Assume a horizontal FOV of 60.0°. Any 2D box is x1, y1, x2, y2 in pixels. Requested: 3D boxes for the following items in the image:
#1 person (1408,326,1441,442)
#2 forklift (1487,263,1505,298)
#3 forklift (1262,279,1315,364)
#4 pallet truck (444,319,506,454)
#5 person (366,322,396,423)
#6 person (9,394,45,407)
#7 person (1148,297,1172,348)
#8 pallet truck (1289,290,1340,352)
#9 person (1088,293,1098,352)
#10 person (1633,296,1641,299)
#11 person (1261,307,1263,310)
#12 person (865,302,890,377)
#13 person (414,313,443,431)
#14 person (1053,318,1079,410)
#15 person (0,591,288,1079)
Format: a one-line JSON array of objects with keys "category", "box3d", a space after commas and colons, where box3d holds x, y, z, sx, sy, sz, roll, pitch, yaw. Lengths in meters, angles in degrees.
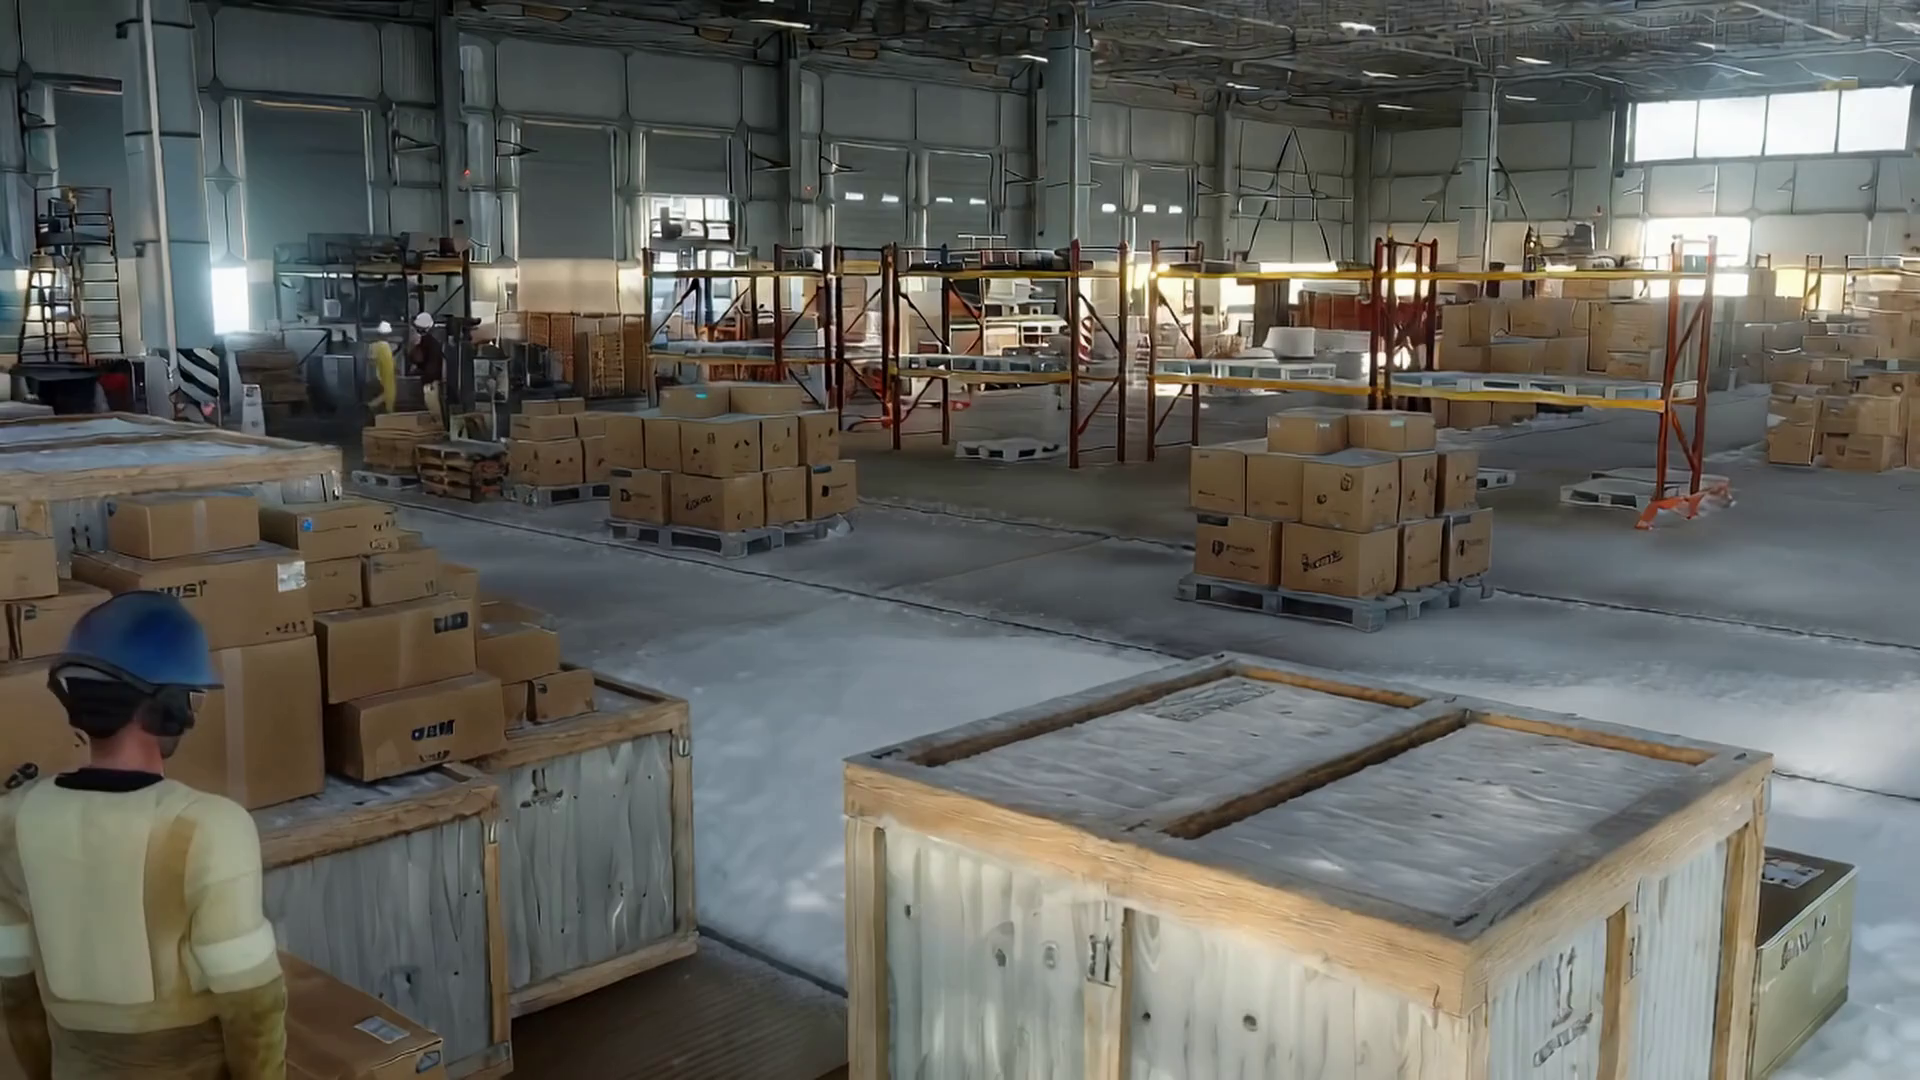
[{"category": "person", "box3d": [6.989, -2.328, 25.147, 0.965, 1.805, 0.529, -5, 11, -29]}, {"category": "forklift", "box3d": [14.873, -6.339, 46.413, 1.873, 2.768, 1.129, 3, 10, 17]}, {"category": "forklift", "box3d": [8.555, -6.090, 44.881, 1.873, 2.768, 1.129, 9, 13, 43]}, {"category": "pallet truck", "box3d": [-6.981, -1.942, 22.150, 1.885, 1.965, 0.823, 1, 9, 9]}, {"category": "person", "box3d": [-9.782, -2.821, 28.295, 0.572, 1.754, 0.546, -3, 10, -17]}, {"category": "person", "box3d": [-6.032, -0.061, 11.104, 0.708, 1.842, 0.527, -5, 11, -30]}, {"category": "person", "box3d": [5.237, -5.437, 43.795, 0.626, 1.919, 0.666, -3, 10, -16]}, {"category": "pallet truck", "box3d": [11.297, -6.951, 52.861, 1.885, 1.965, 0.823, -5, 11, -29]}, {"category": "person", "box3d": [4.080, -6.680, 51.426, 0.546, 1.927, 0.390, -7, 11, -36]}, {"category": "person", "box3d": [19.439, -6.042, 47.644, 0.740, 1.894, 0.365, -2, 10, -14]}, {"category": "person", "box3d": [8.562, -5.746, 46.634, 0.668, 1.609, 0.626, 7, 11, 36]}, {"category": "person", "box3d": [-1.979, -4.949, 41.073, 0.601, 1.839, 0.971, 6, 11, 33]}, {"category": "person", "box3d": [-8.036, -2.437, 25.191, 0.379, 1.996, 0.609, -5, 10, -26]}, {"category": "person", "box3d": [1.999, -3.310, 31.339, 0.485, 1.736, 0.322, 0, 9, 2]}, {"category": "person", "box3d": [-1.591, 1.109, 3.333, 0.605, 2.035, 0.384, 2, 9, 13]}]
